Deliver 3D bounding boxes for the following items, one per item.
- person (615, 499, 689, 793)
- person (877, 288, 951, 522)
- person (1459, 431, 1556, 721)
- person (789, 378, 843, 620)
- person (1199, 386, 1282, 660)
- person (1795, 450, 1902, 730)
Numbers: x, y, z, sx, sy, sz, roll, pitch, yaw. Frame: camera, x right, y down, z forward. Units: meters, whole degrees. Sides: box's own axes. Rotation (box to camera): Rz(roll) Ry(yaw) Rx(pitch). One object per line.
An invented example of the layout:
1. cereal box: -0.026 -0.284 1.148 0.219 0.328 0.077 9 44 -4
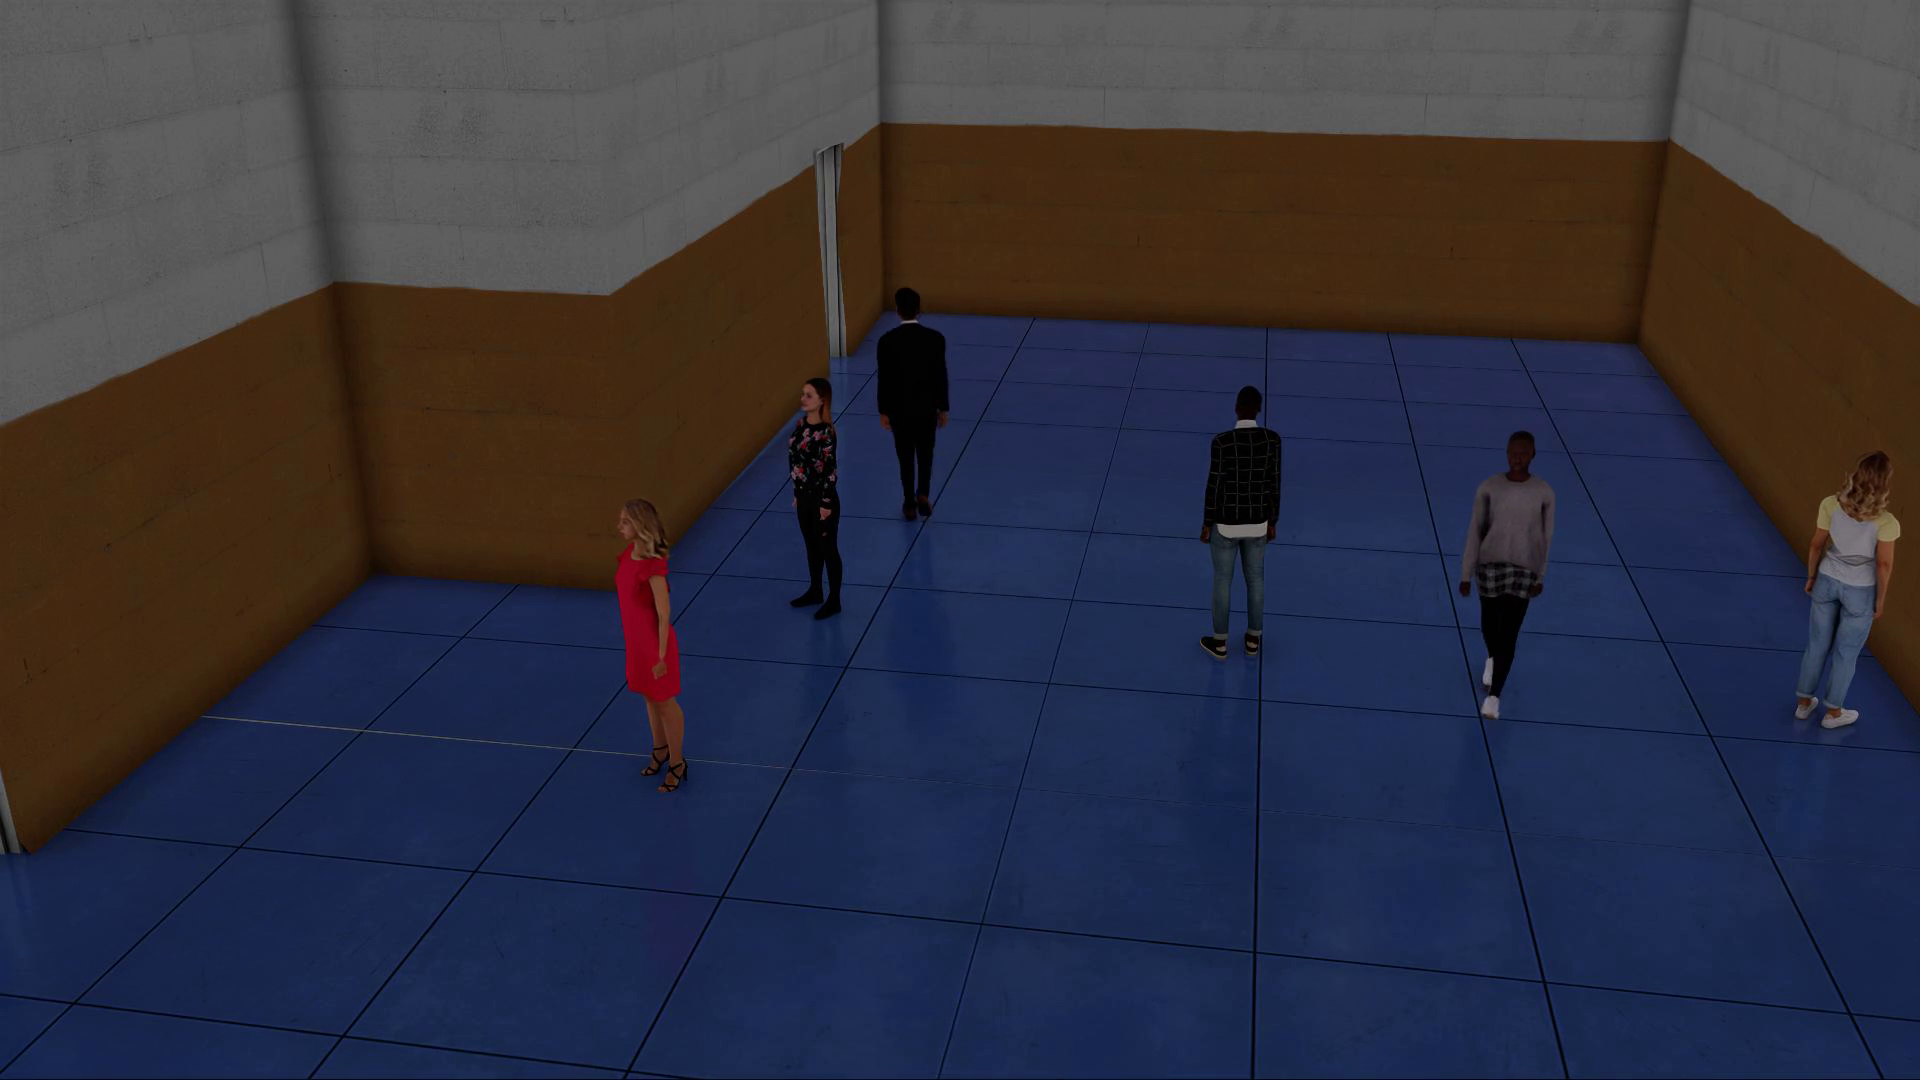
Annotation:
1. person: -1.693 0.570 9.169 0.714 1.728 0.661 -13 26 -30
2. person: -0.357 -1.006 12.896 0.890 1.873 0.919 -3 22 -7
3. person: 3.335 0.172 10.161 1.151 1.726 0.871 8 23 20
4. person: -0.973 -0.297 11.391 0.706 1.680 0.635 -17 27 -35
5. person: 1.813 -0.114 10.747 0.623 1.821 0.800 -4 22 -9
6. person: 5.243 0.293 9.845 0.770 1.723 0.697 -16 27 -35
